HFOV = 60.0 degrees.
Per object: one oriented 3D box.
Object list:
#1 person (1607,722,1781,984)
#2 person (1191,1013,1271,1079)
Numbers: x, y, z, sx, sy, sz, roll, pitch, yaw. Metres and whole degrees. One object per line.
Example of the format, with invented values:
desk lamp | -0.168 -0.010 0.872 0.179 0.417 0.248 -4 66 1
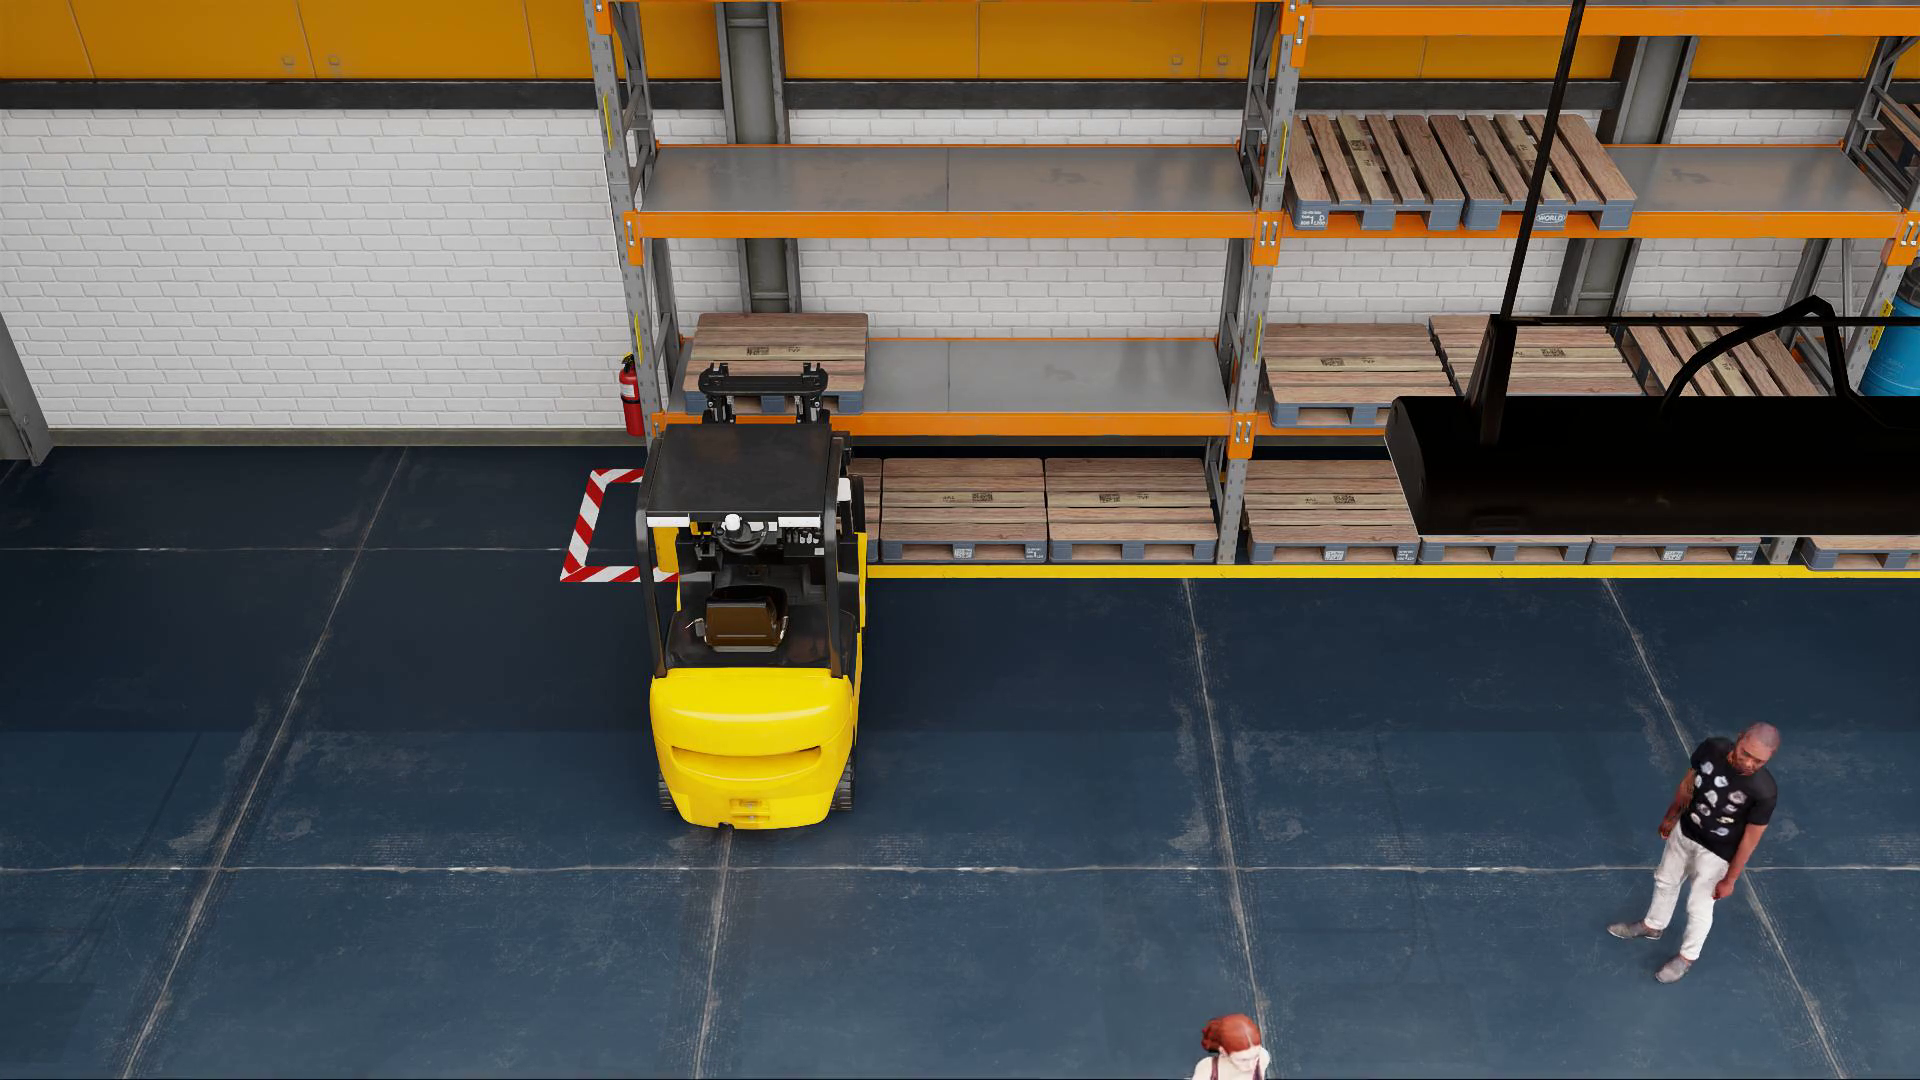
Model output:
person | 3.952 1.603 8.788 0.778 1.800 0.800 -10 40 -12
person | 1.117 2.654 7.518 1.222 1.742 0.959 -14 41 -16
